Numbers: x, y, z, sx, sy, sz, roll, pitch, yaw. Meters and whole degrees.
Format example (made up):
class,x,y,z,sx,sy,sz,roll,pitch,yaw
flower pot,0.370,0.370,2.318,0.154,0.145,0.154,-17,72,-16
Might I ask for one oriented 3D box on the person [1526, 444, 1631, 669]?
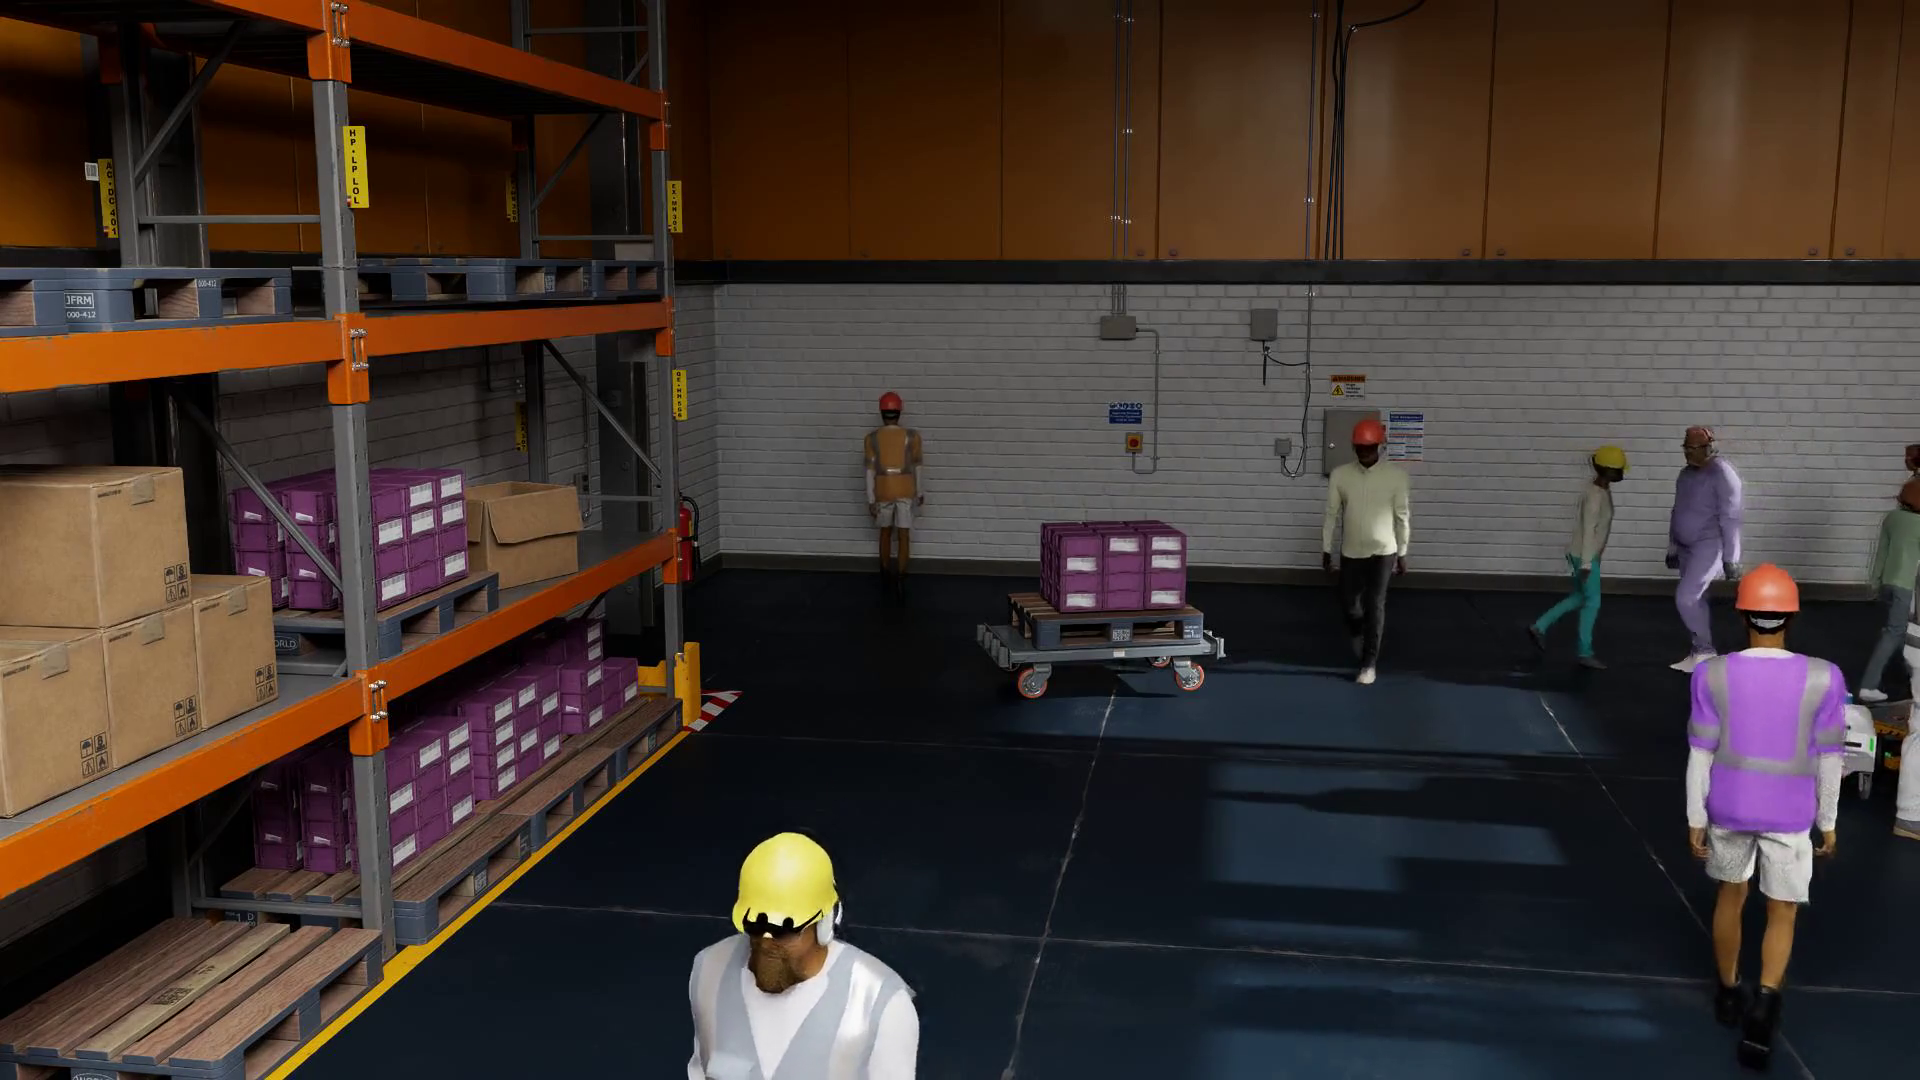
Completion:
class,x,y,z,sx,sy,sz,roll,pitch,yaw
person,4.761,0.110,12.779,0.668,1.740,0.543,5,11,30

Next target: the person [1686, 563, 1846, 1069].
class,x,y,z,sx,sy,sz,roll,pitch,yaw
person,3.079,1.050,6.423,0.552,1.914,0.784,5,11,29

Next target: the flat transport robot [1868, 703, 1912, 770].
class,x,y,z,sx,sy,sz,roll,pitch,yaw
flat transport robot,6.121,1.201,10.534,1.431,0.197,0.652,-4,10,-23

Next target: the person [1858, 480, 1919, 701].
class,x,y,z,sx,sy,sz,roll,pitch,yaw
person,6.724,0.346,11.749,0.801,1.580,0.509,-1,9,-9

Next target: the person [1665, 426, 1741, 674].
class,x,y,z,sx,sy,sz,roll,pitch,yaw
person,5.524,0.087,12.441,0.457,1.885,0.692,-1,9,-3

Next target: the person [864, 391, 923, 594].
class,x,y,z,sx,sy,sz,roll,pitch,yaw
person,-0.627,-0.455,15.731,0.549,1.906,0.852,0,9,2

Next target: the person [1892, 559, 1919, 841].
class,x,y,z,sx,sy,sz,roll,pitch,yaw
person,5.235,0.663,8.887,0.337,1.882,0.584,7,11,36

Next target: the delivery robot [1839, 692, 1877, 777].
class,x,y,z,sx,sy,sz,roll,pitch,yaw
delivery robot,5.172,1.136,9.772,0.477,0.478,0.707,4,10,25

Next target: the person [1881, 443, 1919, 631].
class,x,y,z,sx,sy,sz,roll,pitch,yaw
person,7.888,0.018,13.675,0.537,1.628,0.476,-7,11,-36

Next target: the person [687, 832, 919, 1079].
class,x,y,z,sx,sy,sz,roll,pitch,yaw
person,-0.394,1.535,3.853,0.611,1.772,0.938,3,10,17

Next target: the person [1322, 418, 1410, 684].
class,x,y,z,sx,sy,sz,roll,pitch,yaw
person,3.050,0.048,12.457,0.628,1.971,0.733,4,10,24
